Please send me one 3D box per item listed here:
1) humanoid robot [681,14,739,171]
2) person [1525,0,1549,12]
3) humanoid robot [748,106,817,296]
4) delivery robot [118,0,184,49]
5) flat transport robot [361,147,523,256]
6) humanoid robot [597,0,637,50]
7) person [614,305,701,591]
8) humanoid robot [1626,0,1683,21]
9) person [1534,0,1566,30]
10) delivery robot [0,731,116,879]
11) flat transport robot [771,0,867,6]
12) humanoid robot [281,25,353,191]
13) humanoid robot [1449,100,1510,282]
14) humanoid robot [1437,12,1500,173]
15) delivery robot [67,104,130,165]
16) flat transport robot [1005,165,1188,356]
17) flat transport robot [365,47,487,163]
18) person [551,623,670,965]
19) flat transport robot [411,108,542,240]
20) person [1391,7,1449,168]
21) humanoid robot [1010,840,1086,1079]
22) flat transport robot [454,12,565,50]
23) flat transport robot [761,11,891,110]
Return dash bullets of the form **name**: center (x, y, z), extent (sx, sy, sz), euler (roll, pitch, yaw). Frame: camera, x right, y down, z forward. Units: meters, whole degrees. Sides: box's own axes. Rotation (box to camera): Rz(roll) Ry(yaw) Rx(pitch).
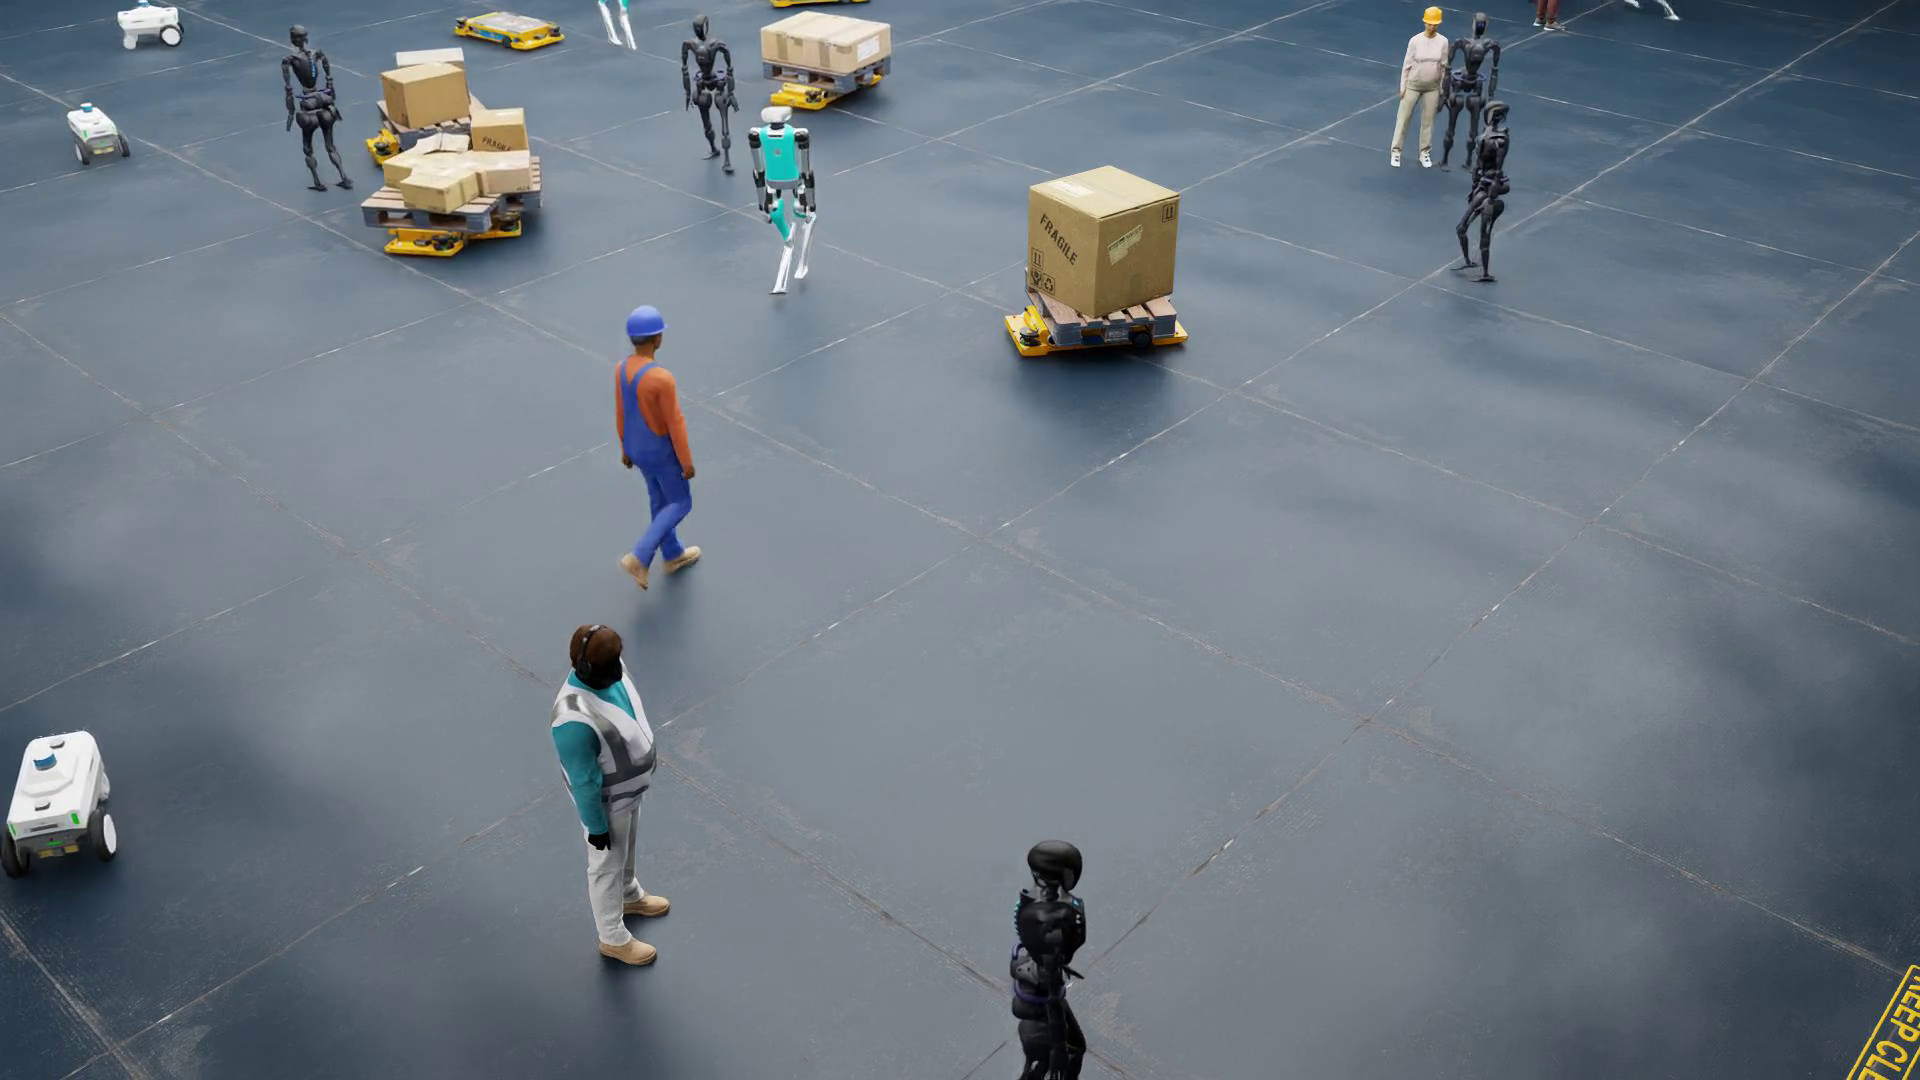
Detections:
- **humanoid robot**: center (-2.606, -4.717, 17.460), extent (0.586, 1.618, 0.716), euler (3, 32, 5)
- **person**: center (8.171, -8.308, 23.095), extent (0.624, 1.777, 0.947), euler (-9, 33, -15)
- **humanoid robot**: center (-1.495, -2.999, 14.589), extent (0.555, 1.735, 1.009), euler (5, 32, 8)
- **delivery robot**: center (-10.571, -6.747, 21.752), extent (0.791, 0.598, 0.499), euler (-11, 33, -17)
- **flat transport robot**: center (-4.973, -3.107, 16.157), extent (0.659, 0.231, 1.431), euler (5, 32, 7)
- **humanoid robot**: center (-4.440, -7.167, 21.357), extent (0.563, 1.828, 0.776), euler (-23, 39, -33)
- **person**: center (-1.972, -0.547, 10.505), extent (0.537, 1.884, 0.634), euler (24, 39, 33)
- **humanoid robot**: center (9.552, -8.036, 22.757), extent (1.022, 1.787, 0.535), euler (25, 40, 35)
- **person**: center (8.005, -7.752, 22.172), extent (0.372, 1.811, 0.550), euler (-8, 33, -12)
- **delivery robot**: center (-4.715, 1.364, 8.696), extent (0.499, 0.605, 0.799), euler (-9, 33, -15)
- **flat transport robot**: center (-1.991, -7.830, 23.762), extent (1.431, 0.231, 0.659), euler (-8, 33, -12)
- **humanoid robot**: center (-6.530, -4.359, 16.868), extent (0.424, 1.658, 0.609), euler (20, 37, 28)
- **humanoid robot**: center (4.677, -3.087, 14.797), extent (0.430, 1.645, 0.589), euler (-2, 32, -3)
- **humanoid robot**: center (5.292, -4.644, 17.298), extent (0.590, 1.654, 0.342), euler (1, 32, 2)
- **delivery robot**: center (-9.358, -4.400, 17.983), extent (0.499, 0.610, 0.813), euler (-22, 38, -31)
- **flat transport robot**: center (1.146, -1.836, 14.111), extent (1.431, 0.231, 0.659), euler (-6, 32, -9)
- **flat transport robot**: center (-5.744, -4.423, 18.277), extent (1.431, 0.231, 0.659), euler (-16, 35, -24)
- **person**: center (-1.620, 1.165, 7.789), extent (0.429, 1.840, 0.632), euler (2, 32, 4)
- **flat transport robot**: center (-4.742, -3.311, 16.486), extent (0.659, 0.231, 1.431), euler (-6, 32, -10)
- **person**: center (4.851, -4.742, 17.446), extent (0.462, 1.689, 0.339), euler (2, 32, 3)
- **humanoid robot**: center (0.400, 1.875, 6.807), extent (0.567, 1.640, 0.585), euler (-1, 32, -1)
- **flat transport robot**: center (-5.975, -6.749, 22.022), extent (1.431, 0.231, 0.659), euler (21, 38, 30)
- **flat transport robot**: center (-1.601, -5.485, 19.986), extent (0.659, 0.231, 1.431), euler (17, 36, 26)
